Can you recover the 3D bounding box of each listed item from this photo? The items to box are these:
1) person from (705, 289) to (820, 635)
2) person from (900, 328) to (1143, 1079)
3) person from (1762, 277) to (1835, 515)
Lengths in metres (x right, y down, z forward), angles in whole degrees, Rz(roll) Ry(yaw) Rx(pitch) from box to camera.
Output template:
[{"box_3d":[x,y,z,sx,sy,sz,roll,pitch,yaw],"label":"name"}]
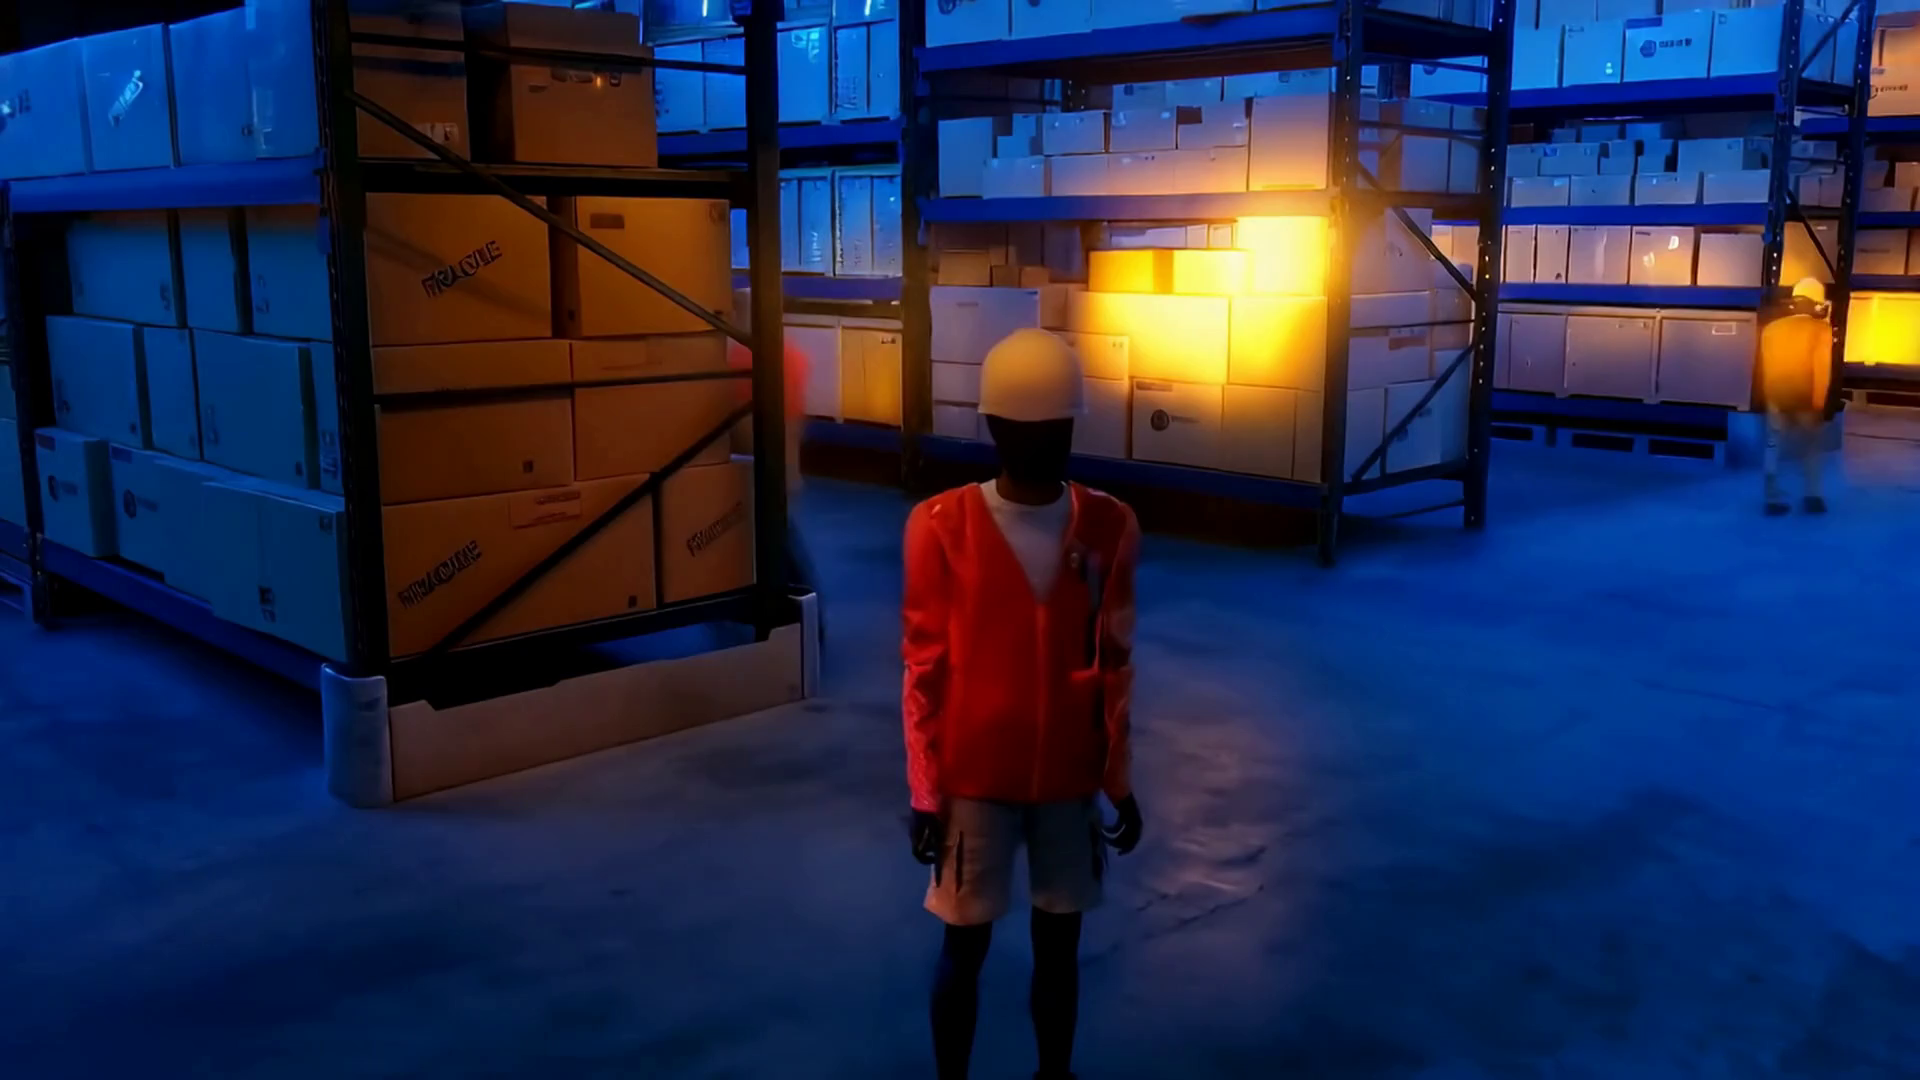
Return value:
[{"box_3d":[-1.105,-0.410,8.908,0.672,1.856,1.016,-9,14,-41],"label":"person"},{"box_3d":[0.146,0.511,3.634,0.543,1.940,0.361,-3,11,-15],"label":"person"},{"box_3d":[6.433,-1.092,12.723,0.690,1.807,0.601,-7,13,-34],"label":"person"}]
